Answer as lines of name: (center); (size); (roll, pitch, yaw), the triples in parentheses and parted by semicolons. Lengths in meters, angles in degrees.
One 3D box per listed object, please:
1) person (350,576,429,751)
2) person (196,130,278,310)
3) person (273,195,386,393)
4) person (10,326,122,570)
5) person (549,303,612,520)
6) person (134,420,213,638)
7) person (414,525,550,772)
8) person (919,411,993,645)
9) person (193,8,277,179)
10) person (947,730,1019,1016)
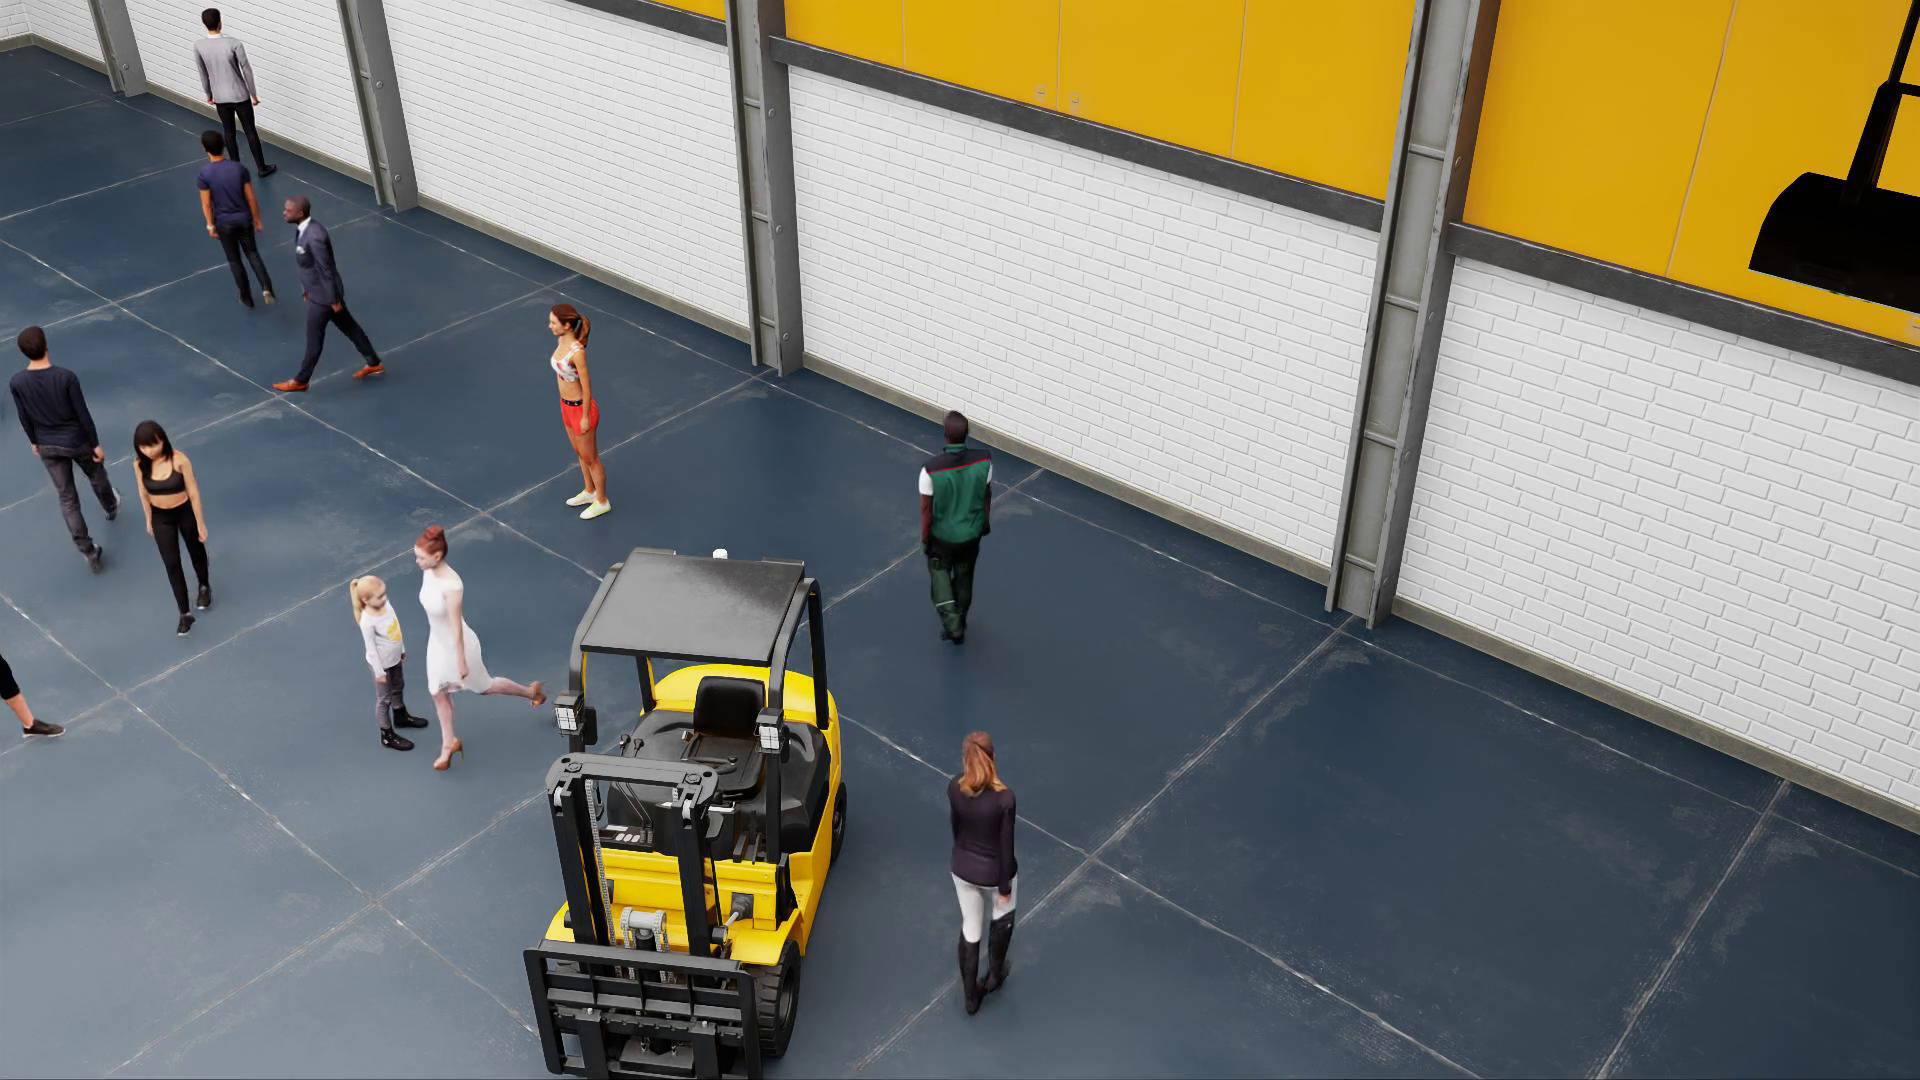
person: (-3.691, 0.760, 10.651); (0.600, 1.275, 0.561); (5, 34, 8)
person: (-6.895, -2.998, 15.852); (0.755, 1.778, 0.911); (-23, 40, -31)
person: (-5.490, -2.160, 14.596); (1.114, 1.772, 1.247); (-14, 36, -20)
person: (-6.605, -0.635, 12.261); (1.087, 1.818, 1.270); (-10, 35, -14)
person: (-2.940, -1.001, 12.836); (0.705, 1.791, 0.579); (-20, 39, -27)
person: (-5.533, -0.200, 11.786); (0.869, 1.619, 0.989); (-6, 34, -9)
person: (-3.036, 0.649, 10.376); (0.750, 1.765, 1.065); (-27, 42, -34)
person: (-0.001, -0.017, 11.322); (0.872, 1.828, 0.929); (-9, 35, -13)
person: (-8.242, -5.031, 18.779); (0.822, 1.923, 0.889); (-2, 34, -3)
person: (0.114, 1.794, 8.715); (0.670, 1.697, 0.719); (23, 40, 30)
